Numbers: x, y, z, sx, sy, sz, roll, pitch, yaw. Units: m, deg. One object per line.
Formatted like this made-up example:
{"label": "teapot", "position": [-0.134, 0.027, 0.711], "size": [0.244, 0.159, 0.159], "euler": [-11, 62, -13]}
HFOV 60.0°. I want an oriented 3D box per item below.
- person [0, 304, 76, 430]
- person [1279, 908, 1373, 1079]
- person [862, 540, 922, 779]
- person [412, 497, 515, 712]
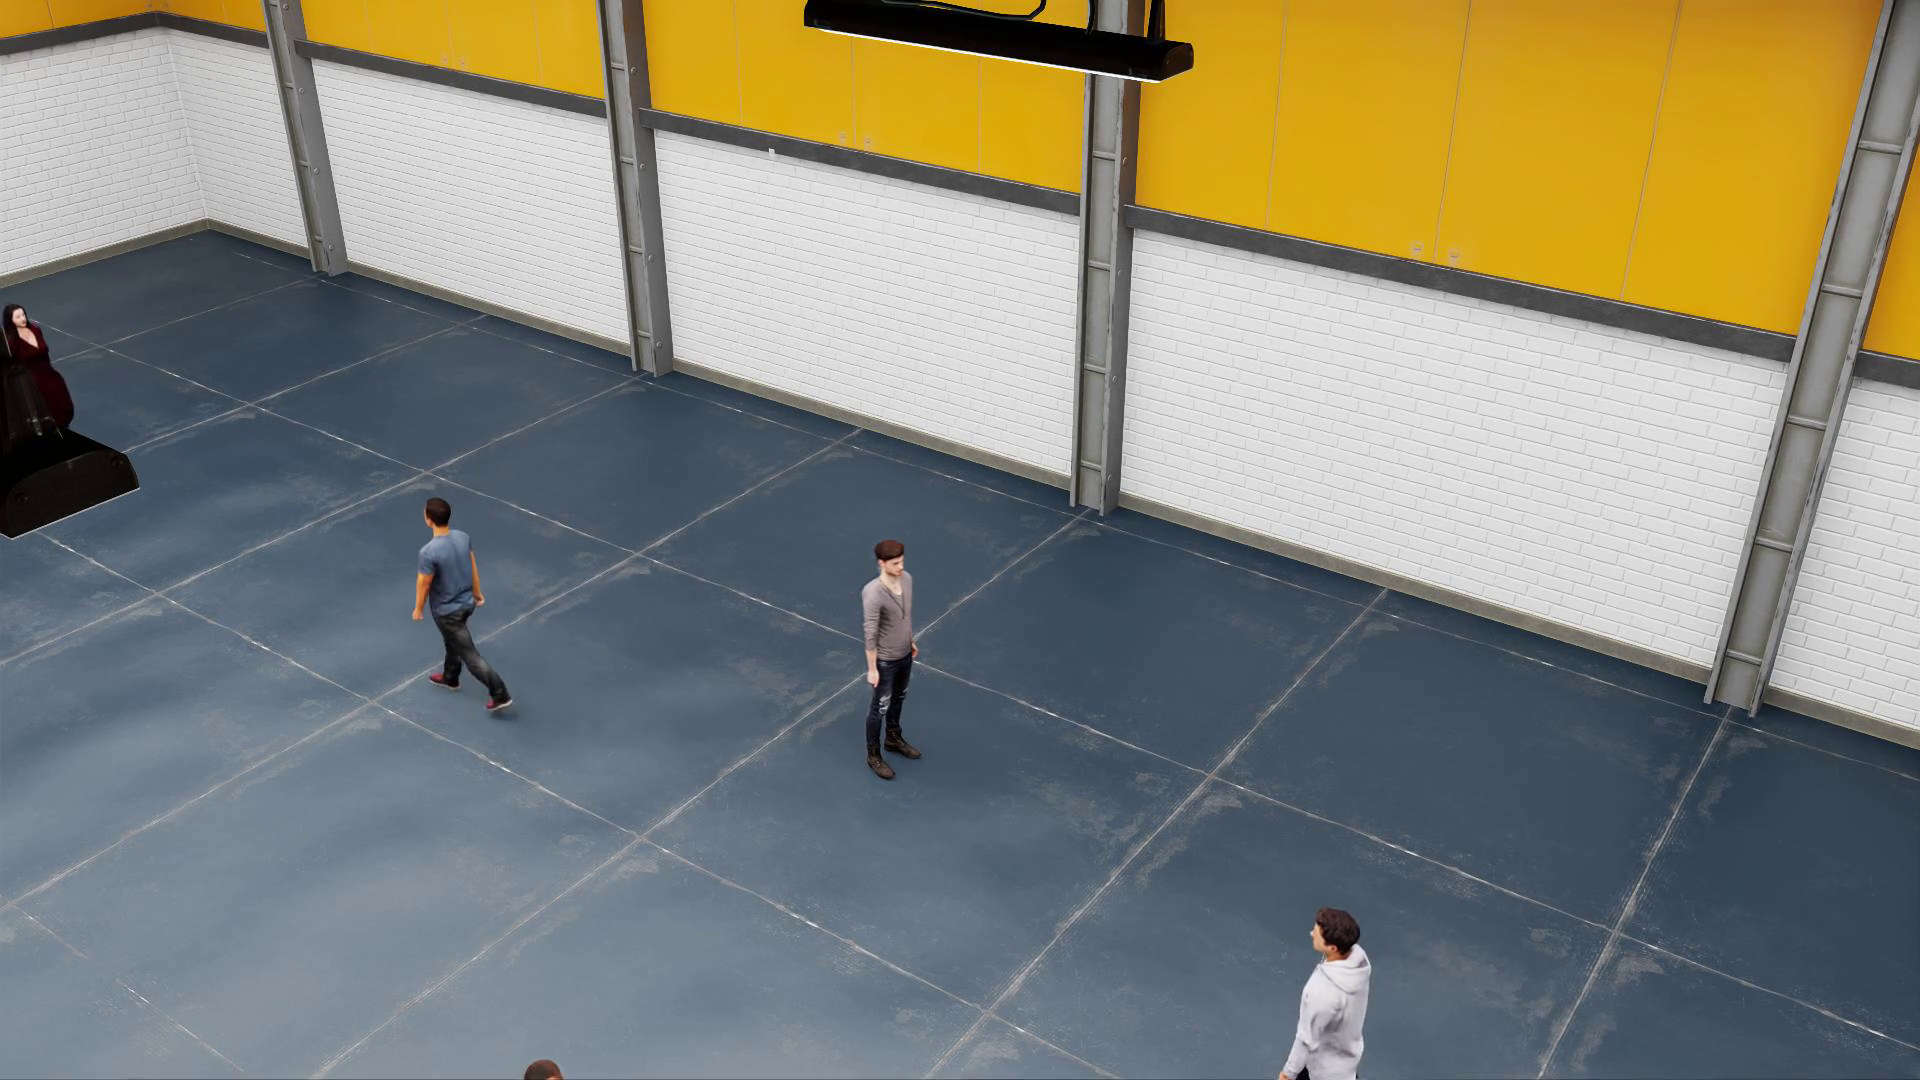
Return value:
{"label": "person", "position": [-9.442, -1.579, 16.867], "size": [0.799, 1.747, 0.775], "euler": [9, 30, 15]}
{"label": "person", "position": [2.053, 2.755, 8.776], "size": [1.128, 1.886, 0.797], "euler": [14, 32, 24]}
{"label": "person", "position": [-0.522, 0.836, 12.277], "size": [0.528, 1.903, 0.690], "euler": [18, 34, 30]}
{"label": "person", "position": [-3.866, 0.548, 12.943], "size": [1.204, 1.772, 0.830], "euler": [11, 30, 19]}
